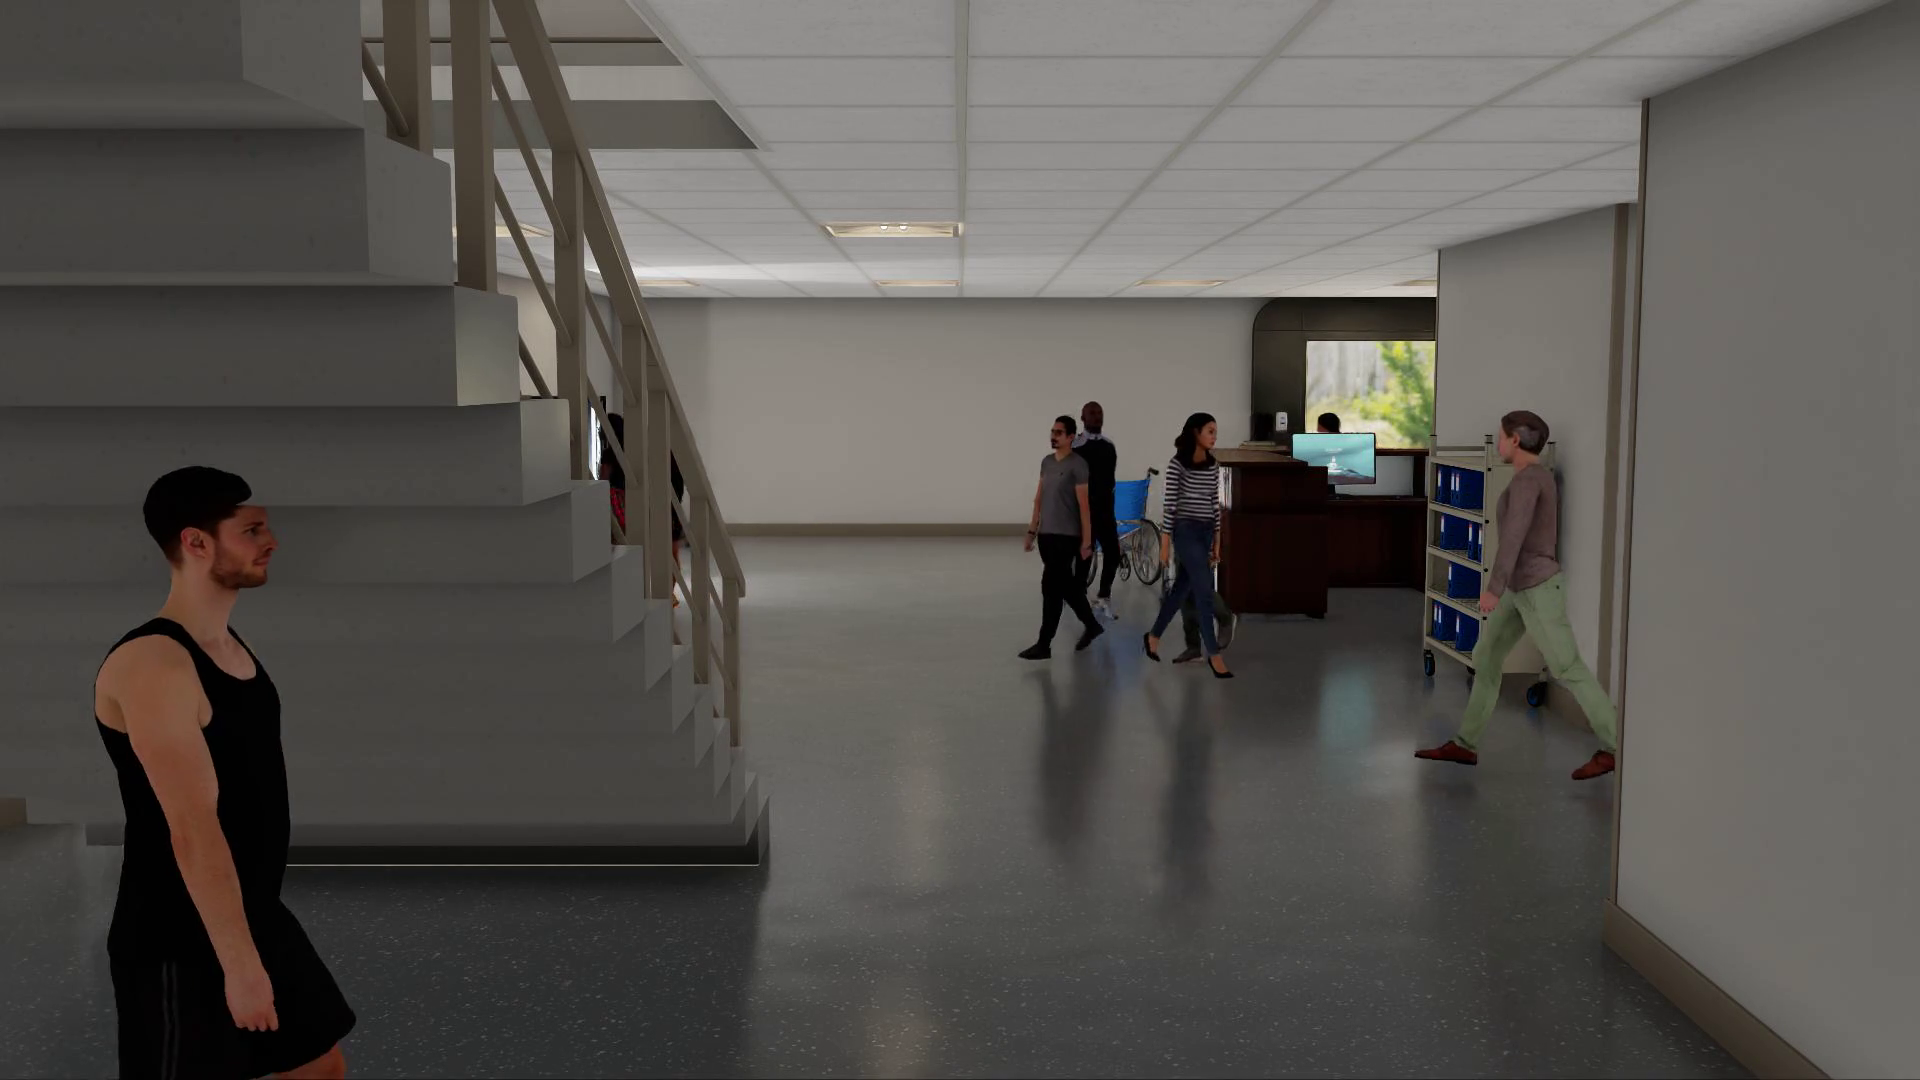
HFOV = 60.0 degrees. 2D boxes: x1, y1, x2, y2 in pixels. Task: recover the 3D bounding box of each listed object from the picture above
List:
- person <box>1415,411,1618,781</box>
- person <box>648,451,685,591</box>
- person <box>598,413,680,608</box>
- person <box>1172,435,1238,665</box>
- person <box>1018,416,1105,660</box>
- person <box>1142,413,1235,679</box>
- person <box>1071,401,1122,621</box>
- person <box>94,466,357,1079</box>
[{"bbox_3d":[2.956,0.306,8.313,0.978,1.832,1.291,2,6,18],"label":"person"},{"bbox_3d":[-2.447,-0.137,13.837,0.649,1.608,0.931,1,6,11],"label":"person"},{"bbox_3d":[-2.744,-0.165,13.777,0.643,1.676,1.149,0,6,1],"label":"person"},{"bbox_3d":[1.731,0.059,11.764,0.954,1.633,0.904,-5,8,-42],"label":"person"},{"bbox_3d":[0.786,-0.015,12.016,1.106,1.729,1.163,-4,7,-35],"label":"person"},{"bbox_3d":[1.514,0.060,11.243,1.030,1.736,1.207,-4,7,-32],"label":"person"},{"bbox_3d":[1.056,-0.252,13.937,0.762,1.816,0.774,-2,6,-20],"label":"person"},{"bbox_3d":[-1.580,0.783,3.329,0.785,1.881,0.654,-1,6,-6],"label":"person"}]
